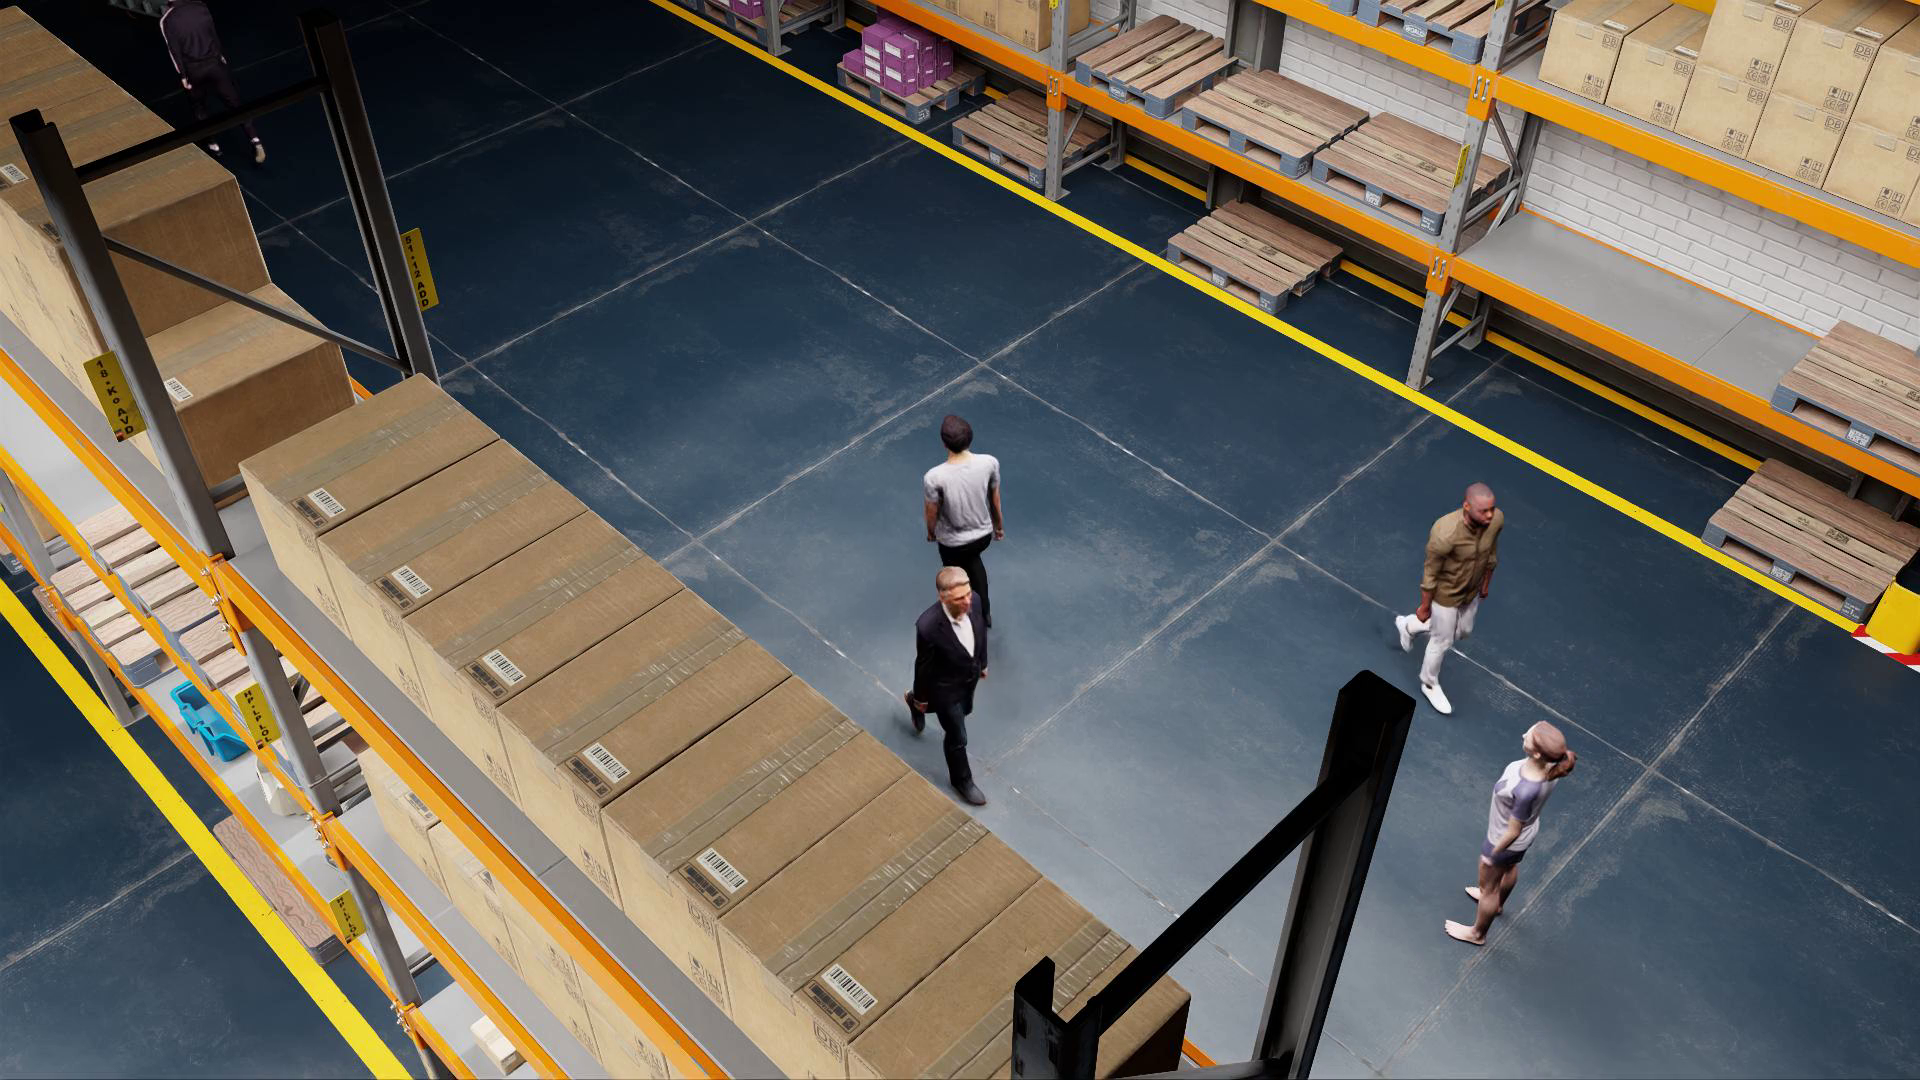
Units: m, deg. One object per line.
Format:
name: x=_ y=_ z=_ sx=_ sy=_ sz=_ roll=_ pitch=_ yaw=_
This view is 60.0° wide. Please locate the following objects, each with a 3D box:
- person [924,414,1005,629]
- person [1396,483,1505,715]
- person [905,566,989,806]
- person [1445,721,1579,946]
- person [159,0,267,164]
person: x=0.056 y=0.030 z=10.831 sx=0.770 sy=1.851 sz=0.748 roll=-17 pitch=46 yaw=-17
person: x=3.095 y=0.284 z=10.600 sx=0.877 sy=1.801 sz=1.015 roll=-20 pitch=47 yaw=-20
person: x=-0.094 y=0.778 z=10.088 sx=0.696 sy=1.792 sz=1.079 roll=-32 pitch=52 yaw=-29
person: x=3.056 y=1.619 z=9.223 sx=0.584 sy=1.767 sz=0.599 roll=28 pitch=50 yaw=27
person: x=-6.953 y=-4.314 z=15.422 sx=1.112 sy=1.807 sz=0.658 roll=34 pitch=53 yaw=30
